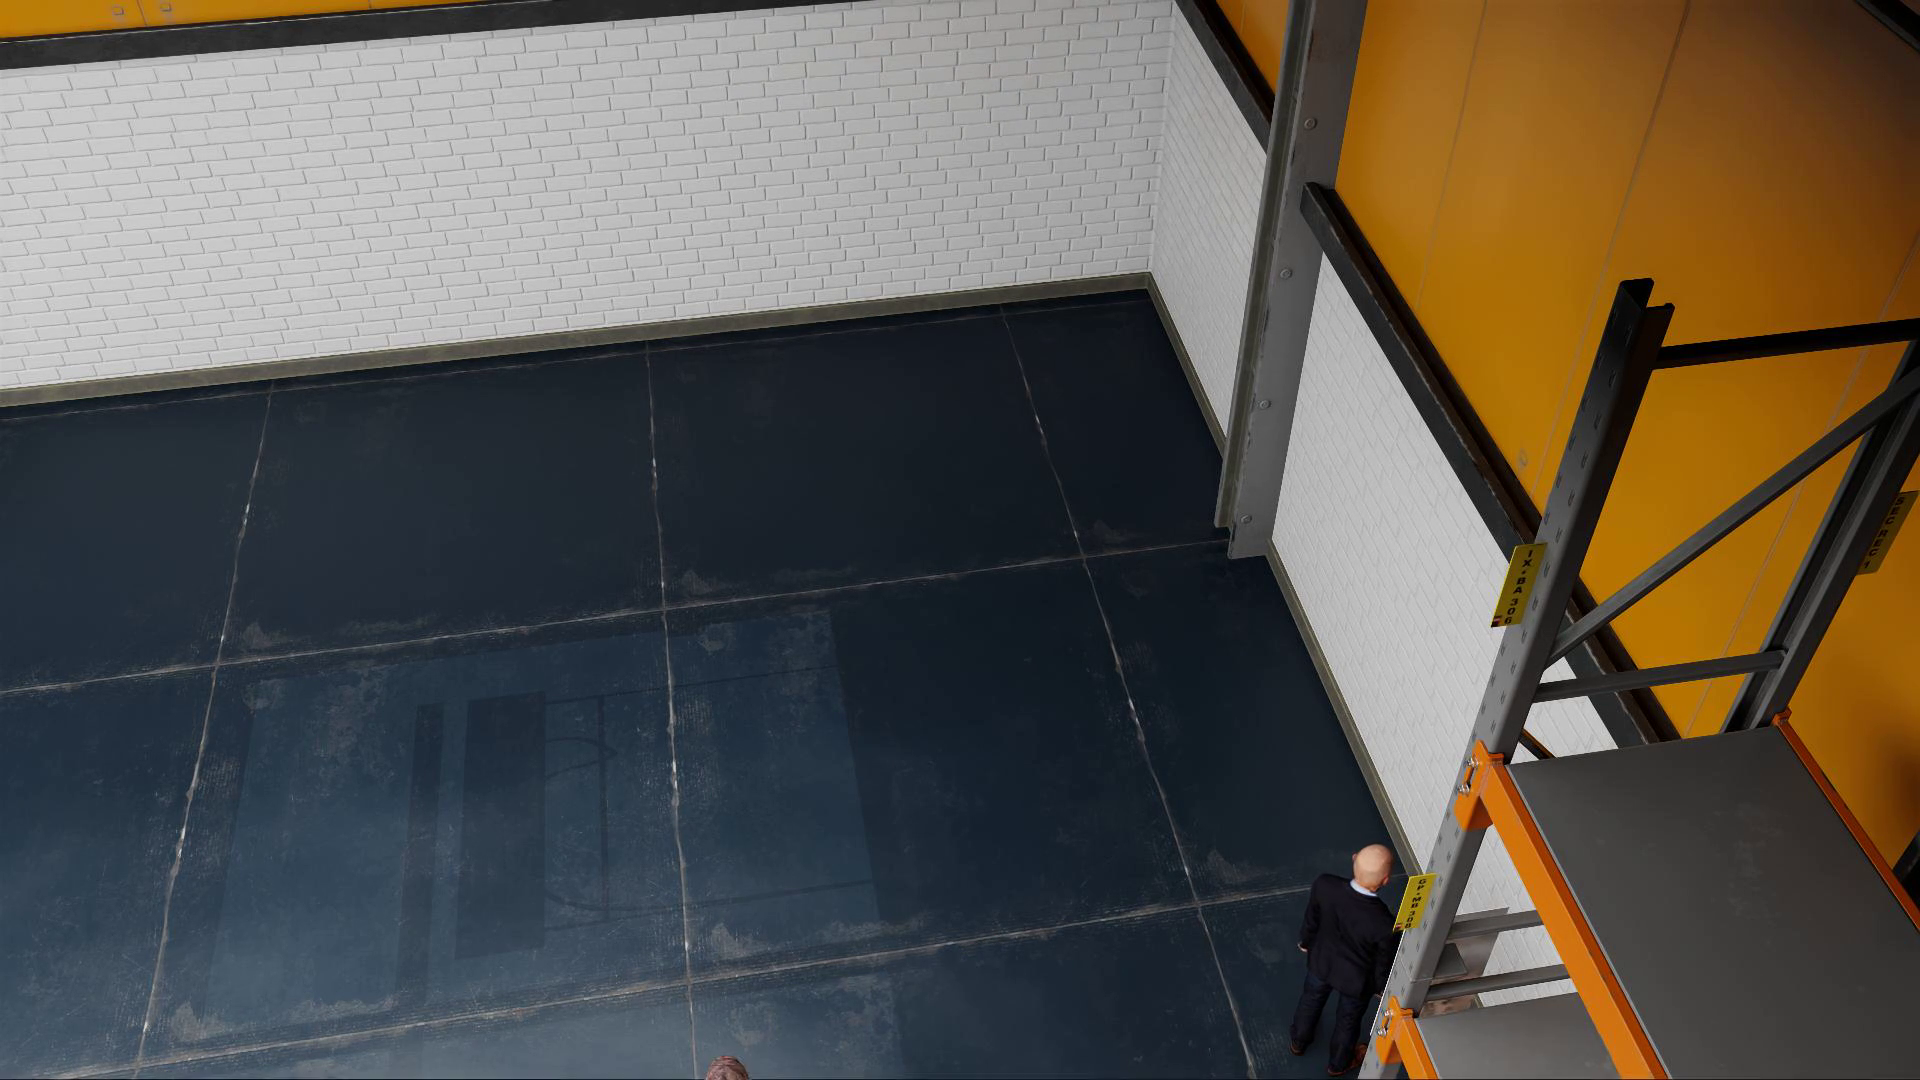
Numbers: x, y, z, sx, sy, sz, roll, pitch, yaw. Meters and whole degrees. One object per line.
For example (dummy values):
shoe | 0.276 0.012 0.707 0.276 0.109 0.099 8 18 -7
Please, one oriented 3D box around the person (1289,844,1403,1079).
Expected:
person | 1.973 2.169 8.534 0.747 1.796 0.832 31 52 28
